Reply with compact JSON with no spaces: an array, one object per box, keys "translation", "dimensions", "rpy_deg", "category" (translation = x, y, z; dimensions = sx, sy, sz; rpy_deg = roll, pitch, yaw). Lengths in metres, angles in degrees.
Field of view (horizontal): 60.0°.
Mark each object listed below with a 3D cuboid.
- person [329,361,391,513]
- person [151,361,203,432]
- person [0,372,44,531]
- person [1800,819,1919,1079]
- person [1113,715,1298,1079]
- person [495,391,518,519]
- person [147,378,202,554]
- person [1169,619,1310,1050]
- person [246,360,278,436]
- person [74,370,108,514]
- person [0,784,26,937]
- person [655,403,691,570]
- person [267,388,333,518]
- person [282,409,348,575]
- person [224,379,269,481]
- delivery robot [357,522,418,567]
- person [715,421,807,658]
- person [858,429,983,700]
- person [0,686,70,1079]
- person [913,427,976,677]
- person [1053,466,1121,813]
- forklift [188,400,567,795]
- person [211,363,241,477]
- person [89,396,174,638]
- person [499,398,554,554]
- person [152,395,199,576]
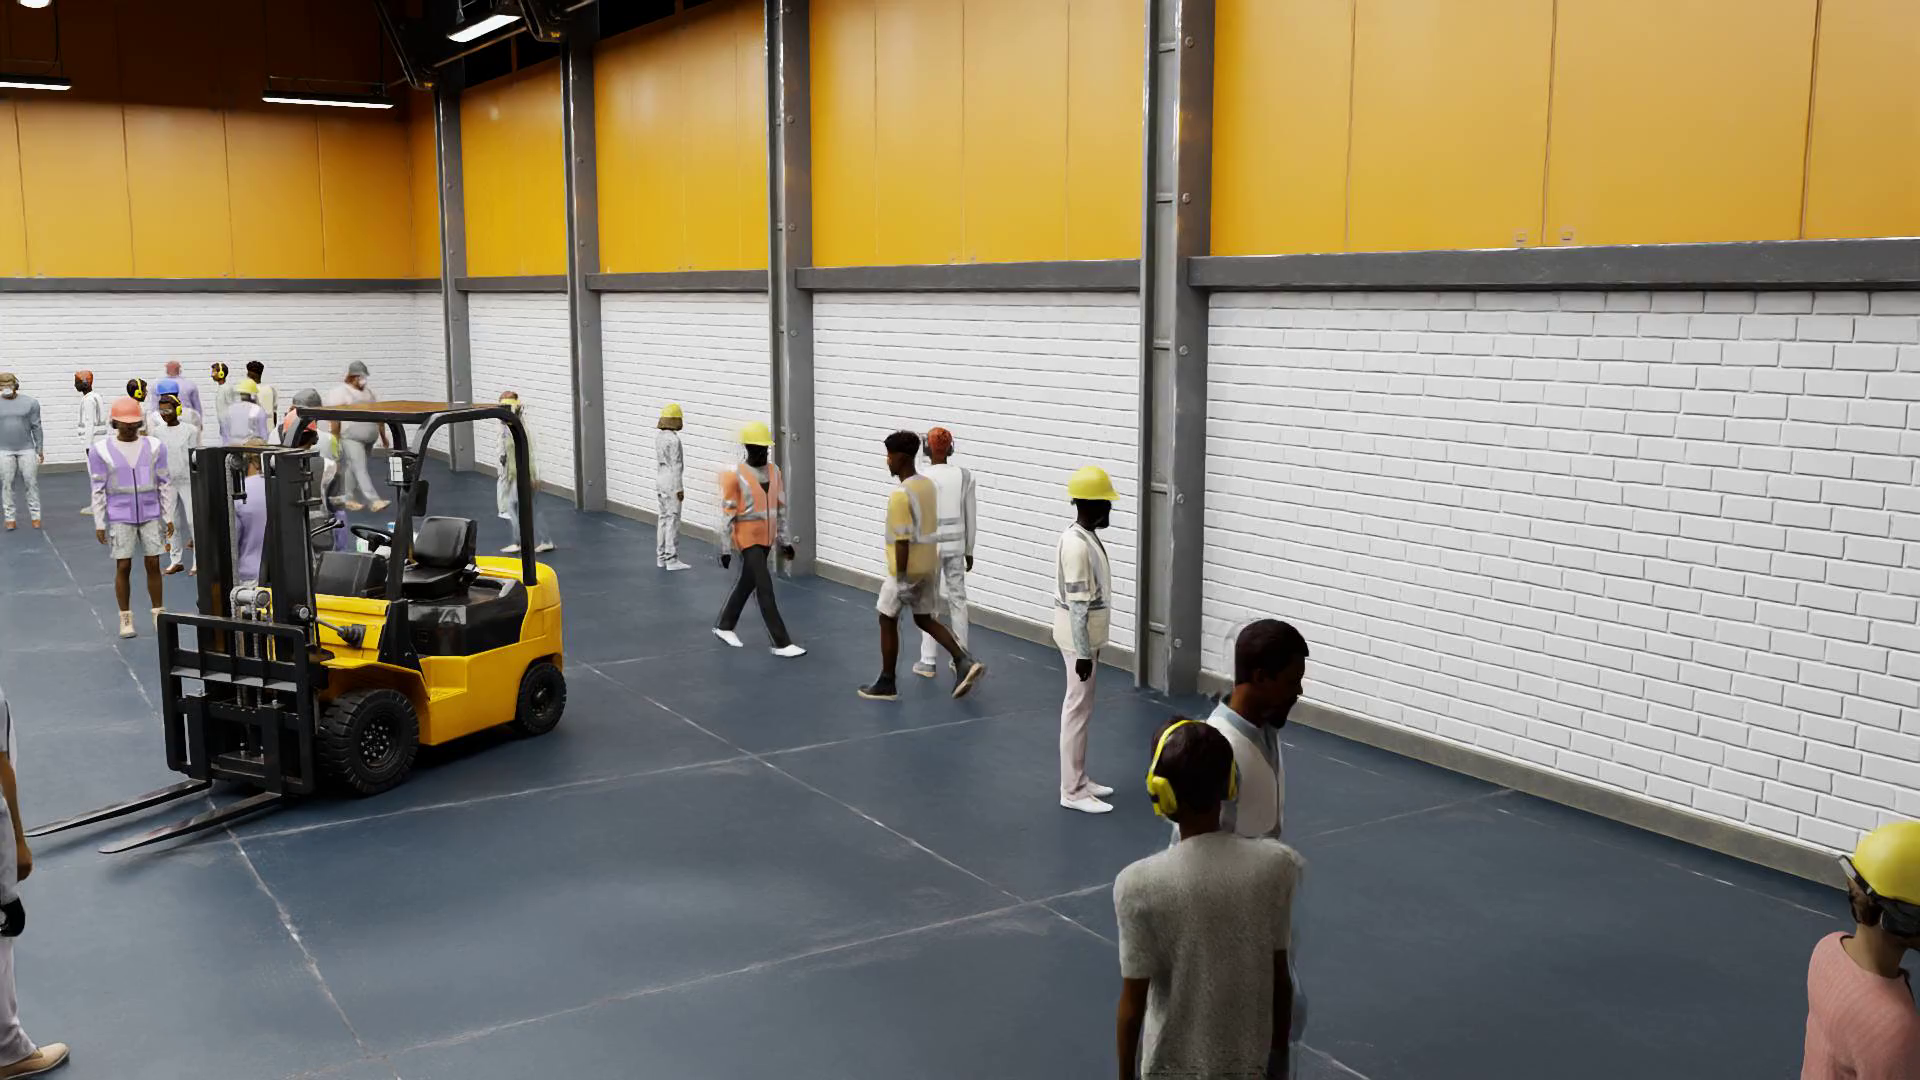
[{"translation":[-7.811,-1.368,21.822],"dimensions":[1.022,2.000,0.705],"rpy_deg":[4,9,24],"category":"person"},{"translation":[-11.789,-1.766,25.109],"dimensions":[0.668,1.857,0.984],"rpy_deg":[-2,9,-14],"category":"person"},{"translation":[-11.510,-1.076,20.247],"dimensions":[0.637,1.930,0.372],"rpy_deg":[-5,10,-29],"category":"person"},{"translation":[2.005,1.466,3.682],"dimensions":[0.344,1.758,0.532],"rpy_deg":[2,9,13],"category":"person"},{"translation":[0.634,1.360,4.099],"dimensions":[0.521,1.844,0.671],"rpy_deg":[-2,9,-13],"category":"person"},{"translation":[-5.779,-1.089,21.301],"dimensions":[0.310,1.636,0.522],"rpy_deg":[1,9,8],"category":"person"},{"translation":[-8.680,-0.816,18.418],"dimensions":[0.387,1.947,0.604],"rpy_deg":[6,10,33],"category":"person"},{"translation":[0.852,1.173,5.193],"dimensions":[0.467,1.889,0.652],"rpy_deg":[4,9,23],"category":"person"},{"translation":[-9.618,-1.481,22.831],"dimensions":[0.361,1.965,0.613],"rpy_deg":[3,9,19],"category":"person"},{"translation":[-11.365,-1.280,21.780],"dimensions":[0.359,1.880,0.575],"rpy_deg":[-3,9,-18],"category":"person"},{"translation":[-3.376,1.202,5.381],"dimensions":[0.682,1.796,0.658],"rpy_deg":[5,10,30],"category":"person"},{"translation":[-3.015,-0.561,17.419],"dimensions":[0.324,1.737,0.488],"rpy_deg":[-5,10,-32],"category":"person"},{"translation":[-5.981,-0.399,15.291],"dimensions":[0.688,2.000,0.537],"rpy_deg":[4,9,23],"category":"person"},{"translation":[-4.873,0.040,12.383],"dimensions":[0.601,2.035,0.417],"rpy_deg":[-4,9,-24],"category":"person"},{"translation":[-8.998,-1.121,20.946],"dimensions":[0.597,1.807,0.647],"rpy_deg":[2,9,12],"category":"person"},{"translation":[-5.717,0.065,16.817],"dimensions":[0.707,0.478,0.477],"rpy_deg":[-2,9,-17],"category":"delivery robot"},{"translation":[-1.636,-0.014,13.293],"dimensions":[1.017,1.884,0.590],"rpy_deg":[6,10,34],"category":"person"},{"translation":[-0.288,0.187,11.669],"dimensions":[0.848,1.938,0.593],"rpy_deg":[4,9,26],"category":"person"},{"translation":[-3.600,1.068,6.061],"dimensions":[0.506,1.847,0.349],"rpy_deg":[4,9,25],"category":"person"},{"translation":[-0.153,0.090,12.526],"dimensions":[0.573,1.883,0.355],"rpy_deg":[-3,9,-22],"category":"person"},{"translation":[0.708,0.546,9.301],"dimensions":[0.366,1.927,0.591],"rpy_deg":[1,8,7],"category":"person"},{"translation":[-3.529,0.258,10.348],"dimensions":[1.214,2.155,2.313],"rpy_deg":[4,9,25],"category":"forklift"},{"translation":[-10.779,-1.664,24.412],"dimensions":[0.313,1.864,0.528],"rpy_deg":[-5,10,-33],"category":"person"},{"translation":[-6.914,-0.190,13.929],"dimensions":[0.611,2.032,0.410],"rpy_deg":[-6,11,-37],"category":"person"},{"translation":[-4.835,-0.695,18.340],"dimensions":[0.704,1.723,0.540],"rpy_deg":[-2,9,-14],"category":"person"},{"translation":[-7.984,-0.559,16.988],"dimensions":[0.510,1.861,0.324],"rpy_deg":[1,8,4],"category":"person"}]
